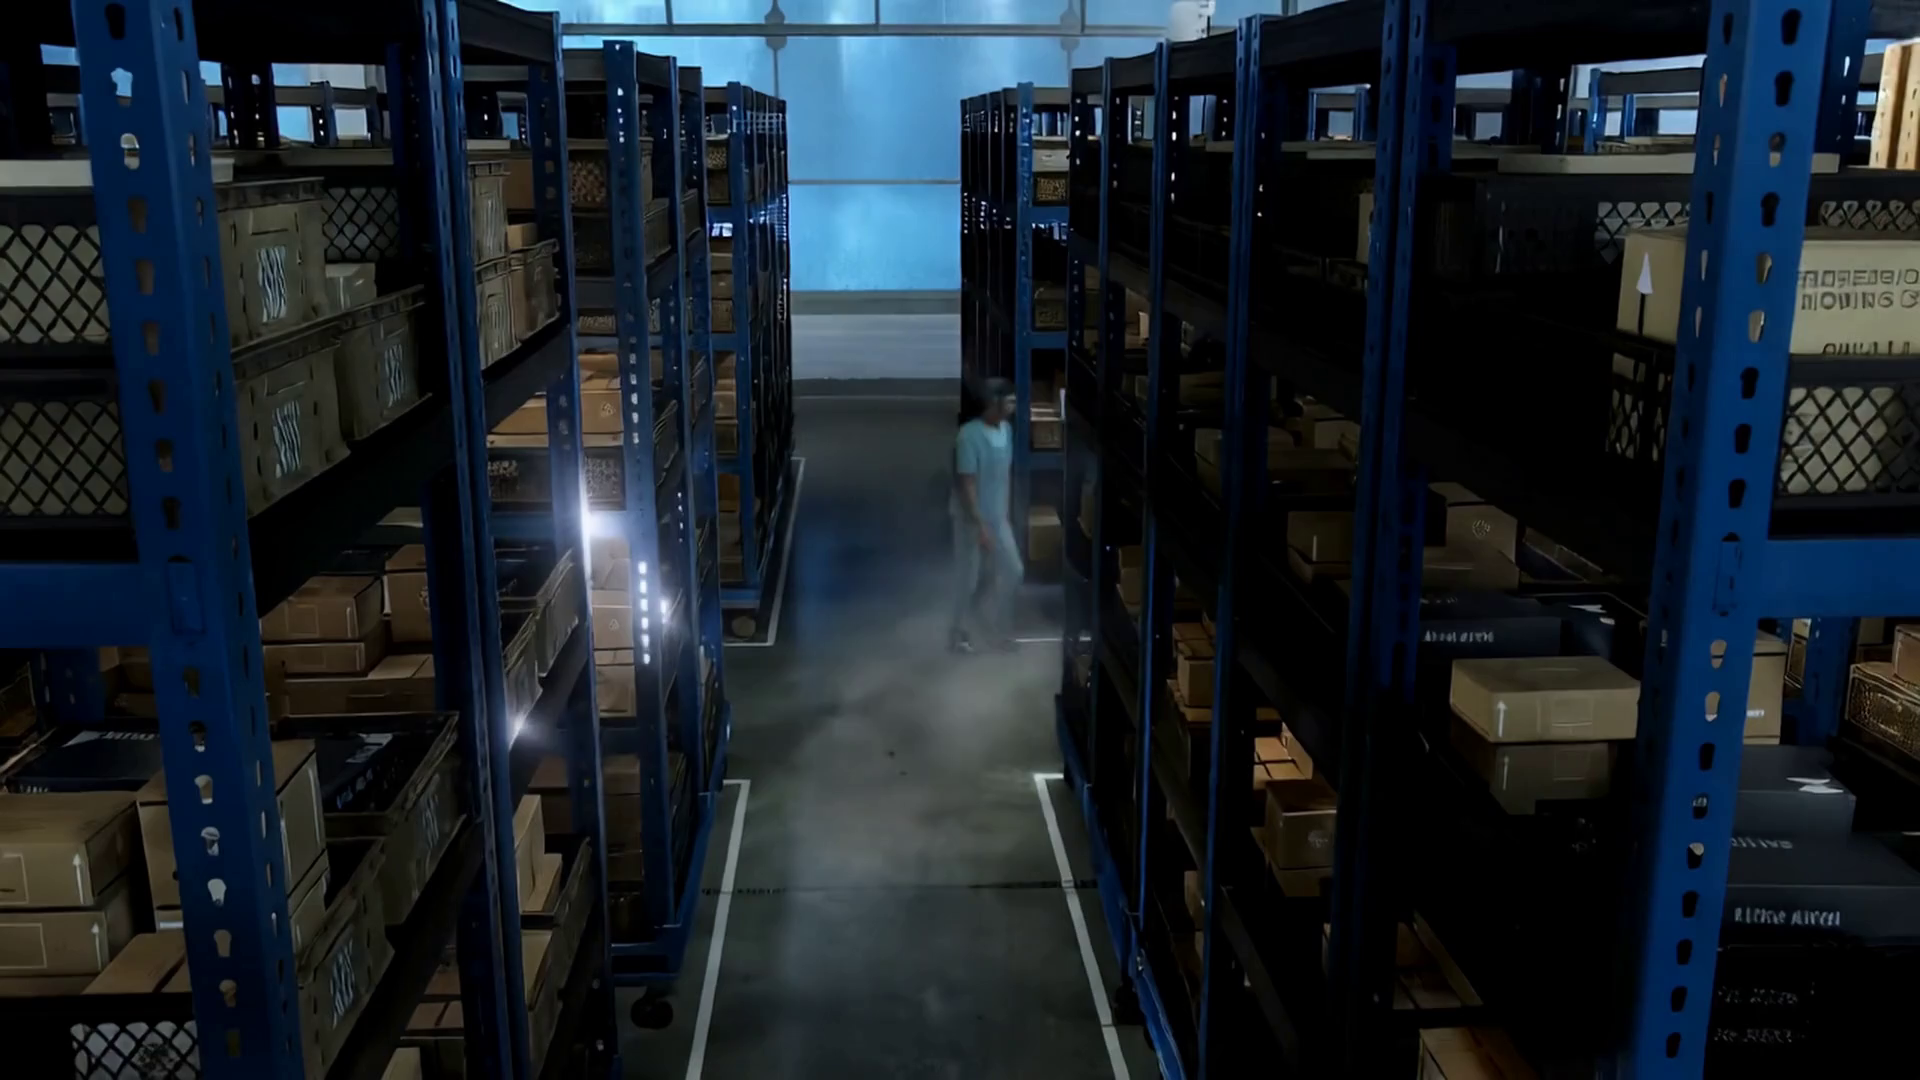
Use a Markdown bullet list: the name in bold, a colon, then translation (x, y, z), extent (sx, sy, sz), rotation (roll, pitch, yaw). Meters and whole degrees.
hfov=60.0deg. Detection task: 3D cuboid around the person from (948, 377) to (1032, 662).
- **person**: translation (0.211, -0.104, 10.449), extent (0.675, 1.808, 0.630), rotation (12, 18, 39)
